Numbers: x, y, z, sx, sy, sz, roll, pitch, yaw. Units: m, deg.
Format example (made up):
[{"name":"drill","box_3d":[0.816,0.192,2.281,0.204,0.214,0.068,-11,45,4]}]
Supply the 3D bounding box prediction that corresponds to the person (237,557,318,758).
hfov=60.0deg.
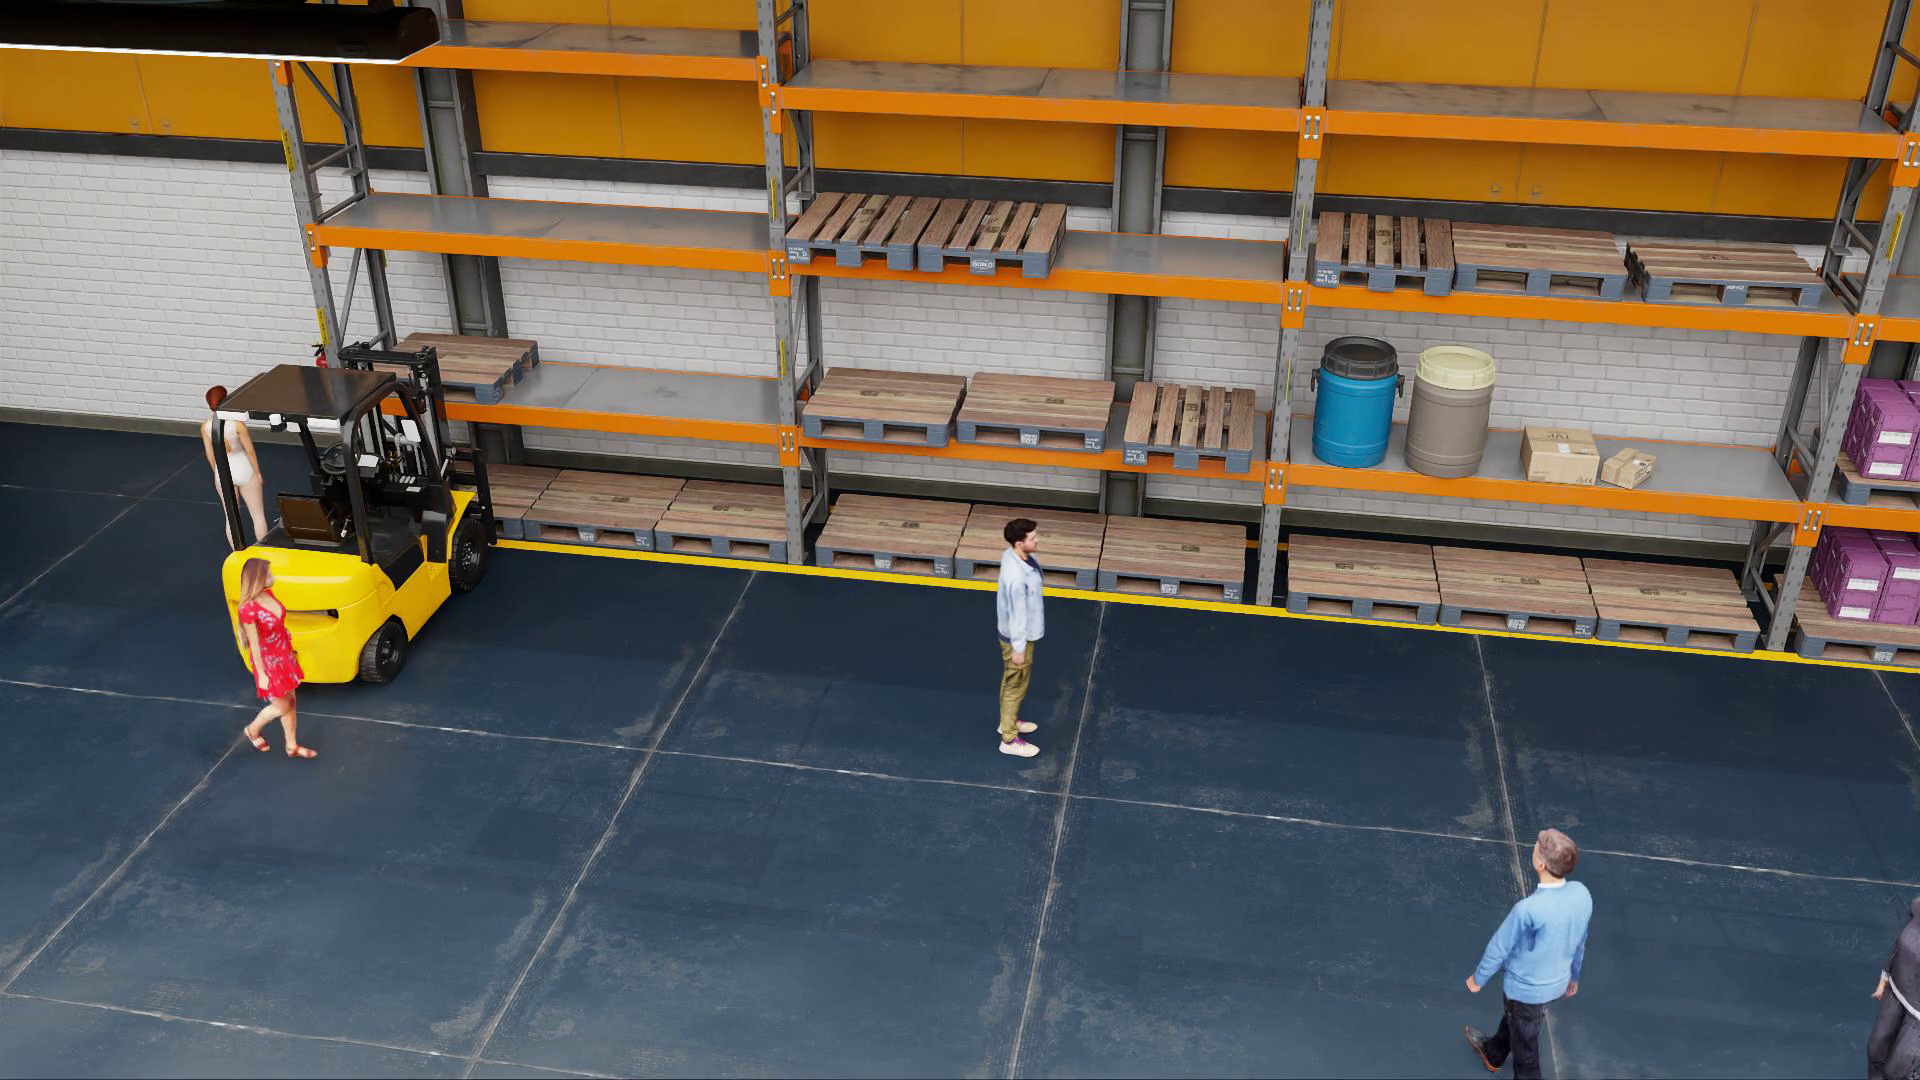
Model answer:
[{"name":"person","box_3d":[-4.872,0.844,11.569,0.759,1.579,0.611,3,29,6]}]

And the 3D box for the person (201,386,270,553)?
[{"name":"person","box_3d":[-6.109,-0.540,14.037,0.483,1.644,0.650,-1,29,-2]}]

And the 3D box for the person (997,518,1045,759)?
[{"name":"person","box_3d":[0.401,0.658,11.668,0.596,1.811,0.697,1,29,2]}]

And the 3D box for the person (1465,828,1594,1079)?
[{"name":"person","box_3d":[3.037,2.343,8.604,1.040,1.786,1.076,-17,33,-28]}]

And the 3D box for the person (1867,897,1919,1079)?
[{"name":"person","box_3d":[5.000,2.384,8.560,0.841,1.756,0.757,-5,29,-10]}]
